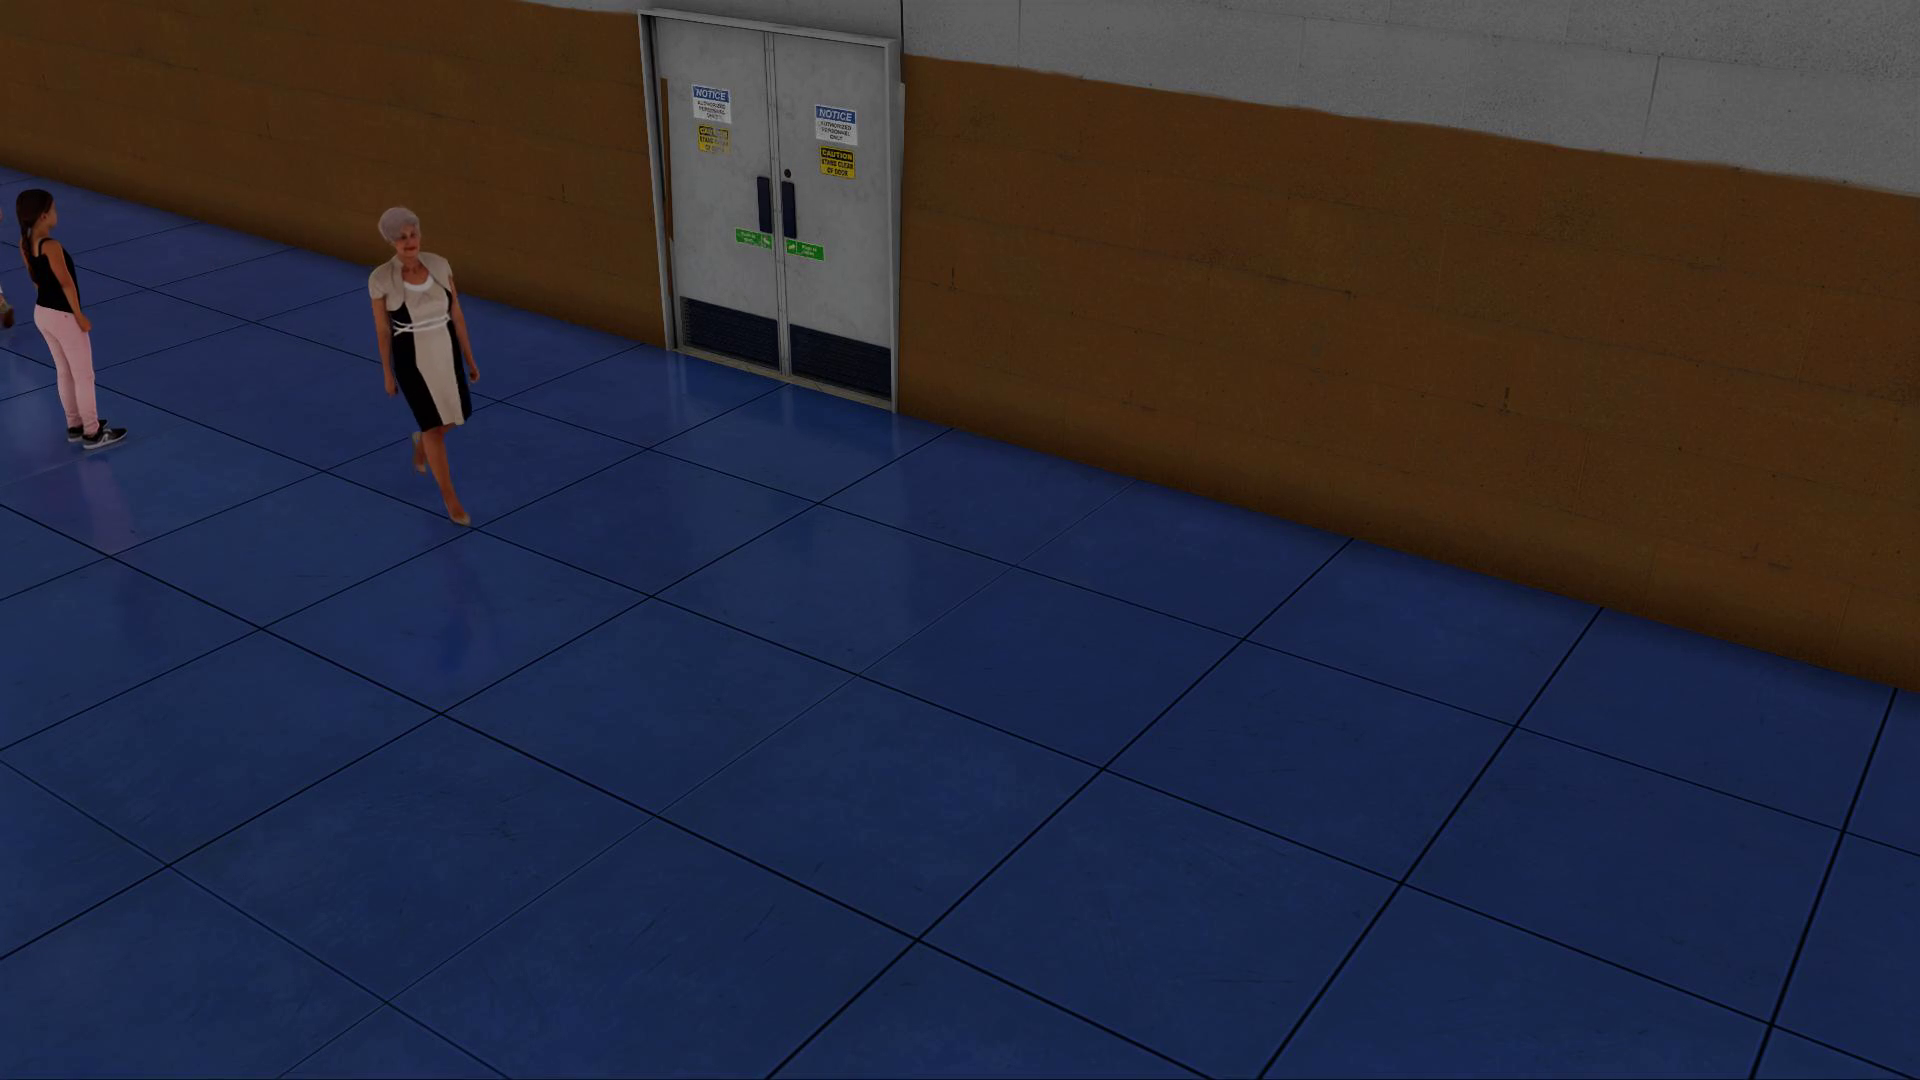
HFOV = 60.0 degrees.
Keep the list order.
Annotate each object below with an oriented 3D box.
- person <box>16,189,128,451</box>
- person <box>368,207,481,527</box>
[{"bbox_3d":[-5.326,-1.304,9.850,0.511,1.564,0.519,16,31,29],"label":"person"},{"bbox_3d":[-2.905,-0.953,8.978,0.999,1.727,0.808,-23,35,-38],"label":"person"}]
